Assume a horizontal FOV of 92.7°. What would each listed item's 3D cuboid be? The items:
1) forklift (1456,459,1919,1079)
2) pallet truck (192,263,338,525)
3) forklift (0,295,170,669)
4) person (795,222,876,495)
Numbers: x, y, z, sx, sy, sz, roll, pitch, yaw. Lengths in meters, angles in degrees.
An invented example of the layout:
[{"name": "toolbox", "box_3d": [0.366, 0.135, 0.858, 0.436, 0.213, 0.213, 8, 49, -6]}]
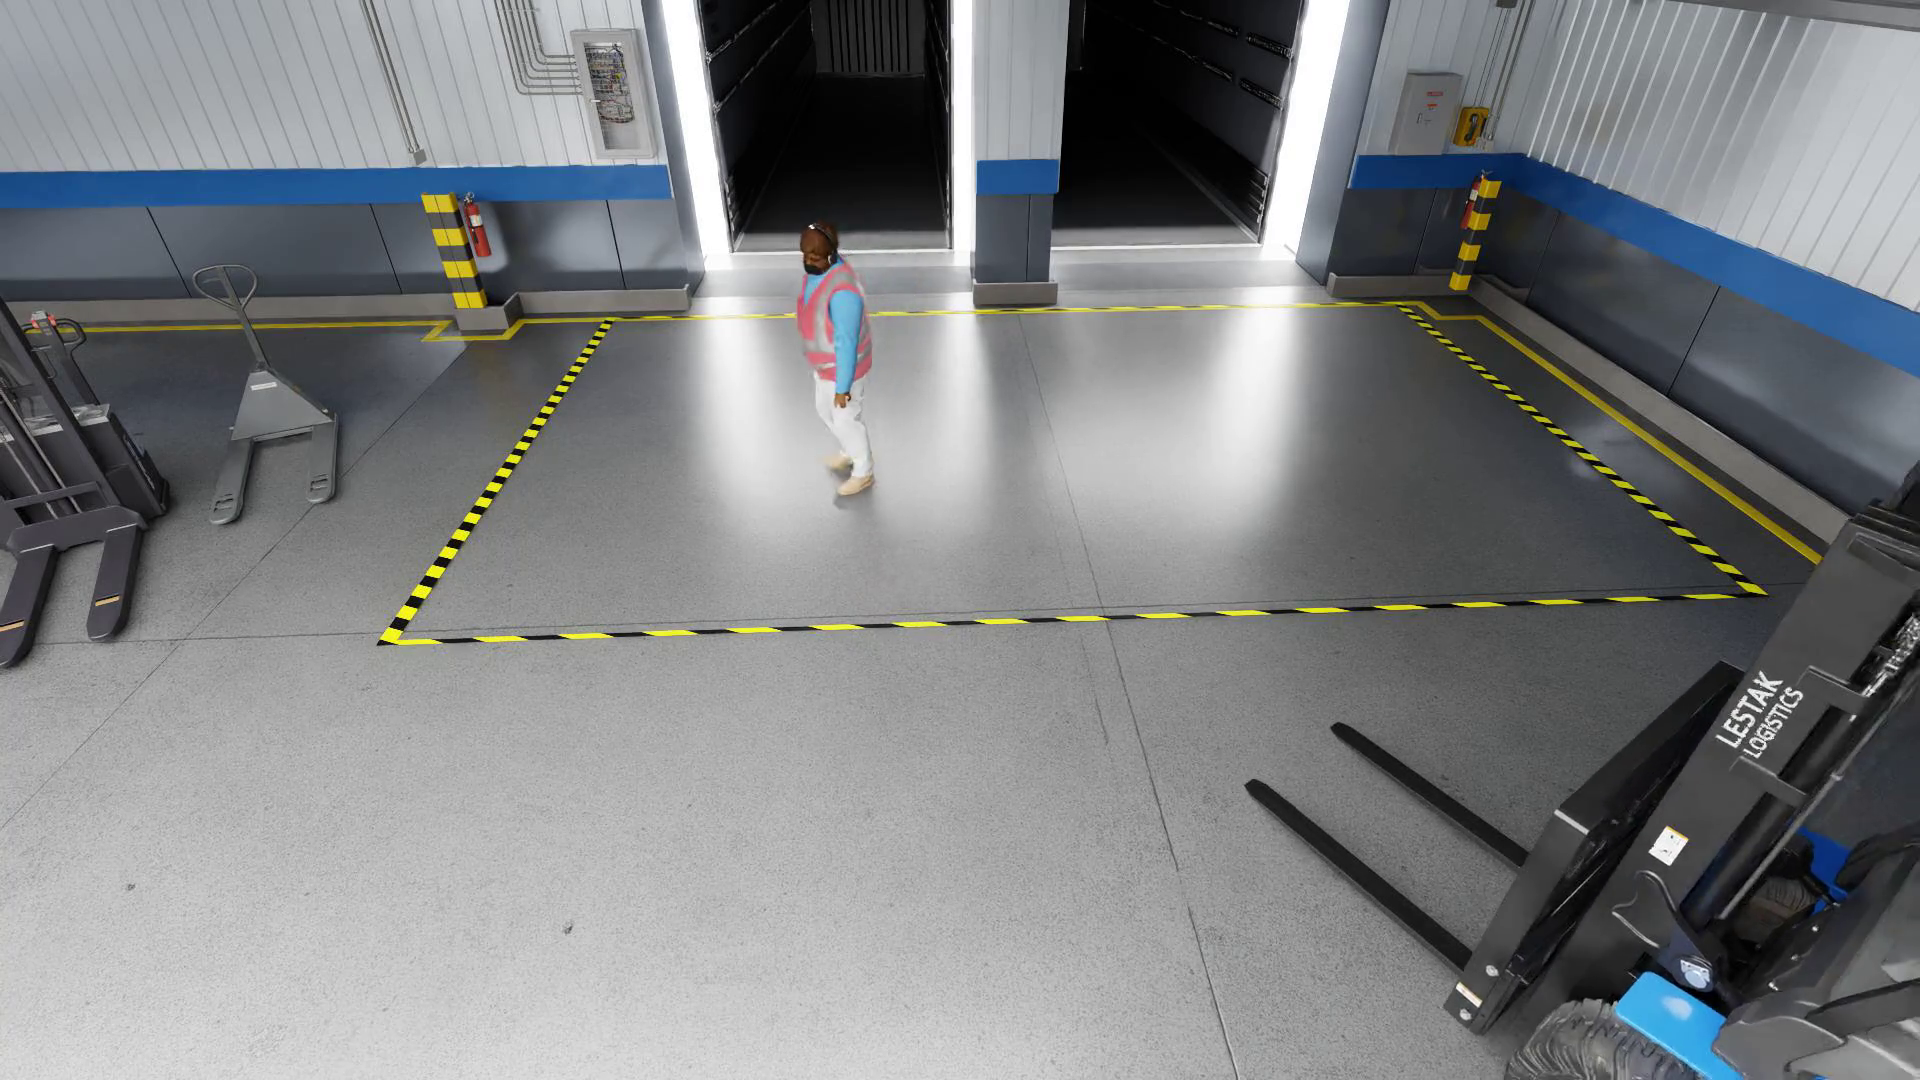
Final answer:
[{"name": "forklift", "box_3d": [2.858, 1.234, 1.906, 1.157, 2.036, 2.680, -22, 40, -28]}, {"name": "pallet truck", "box_3d": [-4.778, -1.027, 6.128, 0.680, 1.201, 1.601, -17, 38, -23]}, {"name": "forklift", "box_3d": [-5.212, -0.618, 4.878, 0.823, 1.965, 1.885, -20, 39, -26]}, {"name": "person", "box_3d": [-0.766, -1.092, 5.729, 0.455, 1.803, 0.678, -15, 38, -21]}]
